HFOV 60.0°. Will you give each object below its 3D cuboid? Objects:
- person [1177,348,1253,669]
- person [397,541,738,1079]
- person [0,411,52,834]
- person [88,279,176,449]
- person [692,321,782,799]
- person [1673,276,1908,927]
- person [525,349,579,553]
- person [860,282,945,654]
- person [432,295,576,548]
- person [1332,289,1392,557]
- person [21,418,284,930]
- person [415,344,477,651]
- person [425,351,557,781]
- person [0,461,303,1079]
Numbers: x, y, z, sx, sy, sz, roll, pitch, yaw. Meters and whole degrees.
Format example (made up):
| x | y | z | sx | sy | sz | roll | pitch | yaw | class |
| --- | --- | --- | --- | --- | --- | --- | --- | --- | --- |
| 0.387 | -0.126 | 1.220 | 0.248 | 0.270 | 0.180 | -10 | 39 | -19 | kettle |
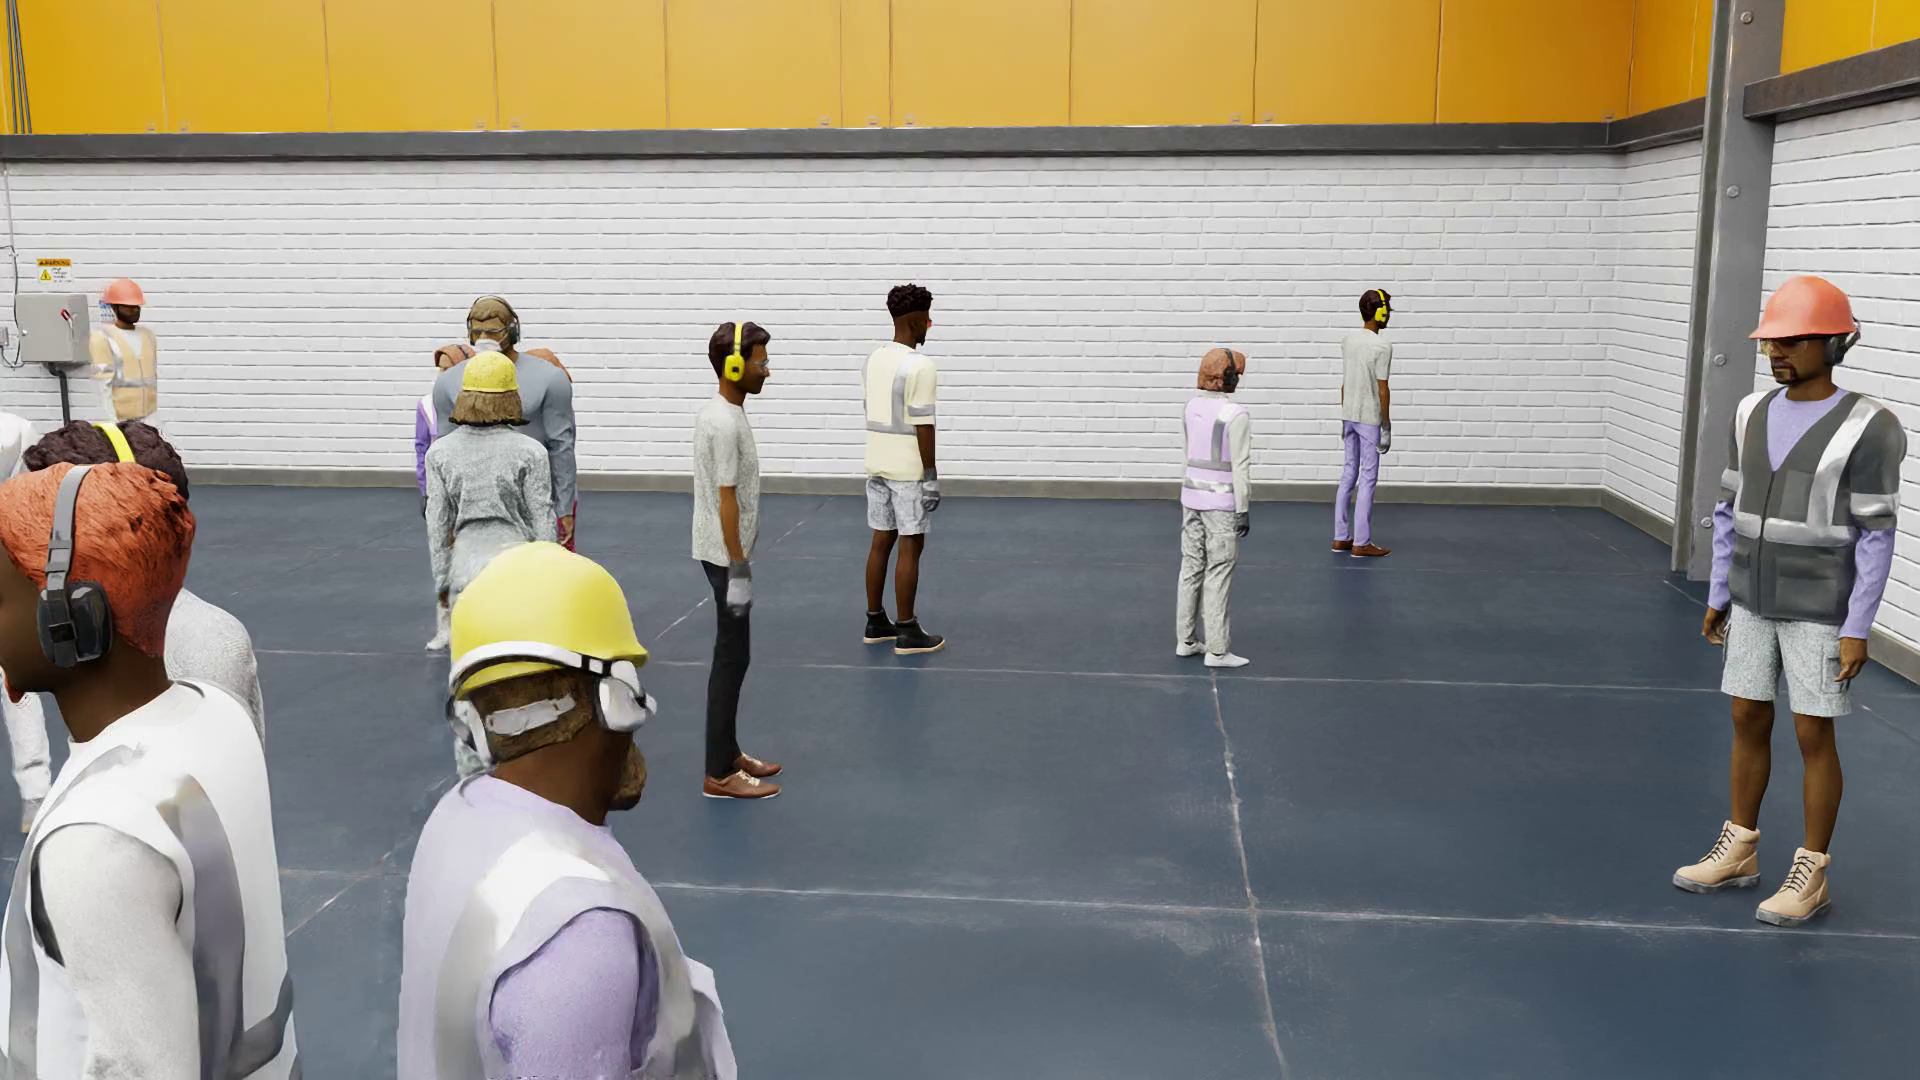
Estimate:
| x | y | z | sx | sy | sz | roll | pitch | yaw | class |
| --- | --- | --- | --- | --- | --- | --- | --- | --- | --- |
| 1.301 | -0.162 | 8.514 | 0.311 | 1.633 | 0.518 | -6 | 11 | -29 | person |
| -0.472 | 0.903 | 2.064 | 0.667 | 1.794 | 0.619 | -5 | 11 | -24 | person |
| -3.741 | 0.132 | 6.250 | 0.571 | 1.847 | 0.945 | -6 | 12 | -33 | person |
| -5.928 | -0.918 | 12.022 | 0.731 | 1.909 | 0.561 | 5 | 11 | 27 | person |
| -0.871 | 0.083 | 6.476 | 0.341 | 1.858 | 0.515 | -2 | 10 | -11 | person |
| 2.631 | 0.192 | 5.292 | 0.370 | 2.048 | 0.607 | -5 | 11 | -26 | person |
| -2.090 | -0.156 | 8.472 | 0.289 | 1.632 | 0.498 | 1 | 10 | 6 | person |
| -0.303 | -0.380 | 8.845 | 0.385 | 1.957 | 0.602 | -7 | 12 | -35 | person |
| -2.061 | -0.142 | 7.564 | 0.635 | 1.928 | 0.382 | -1 | 10 | -3 | person |
| 2.823 | -0.809 | 11.577 | 0.328 | 1.861 | 0.502 | -5 | 11 | -27 | person |
| -1.324 | 0.721 | 2.816 | 0.512 | 1.861 | 0.325 | 9 | 13 | 41 | person |
| -2.624 | -0.221 | 8.832 | 0.514 | 1.636 | 0.315 | 1 | 10 | 5 | person |
| -1.791 | 0.145 | 6.434 | 0.493 | 1.743 | 0.312 | 0 | 10 | 3 | person |
| -1.000 | 0.836 | 2.077 | 0.347 | 1.882 | 0.584 | -3 | 10 | -15 | person |
